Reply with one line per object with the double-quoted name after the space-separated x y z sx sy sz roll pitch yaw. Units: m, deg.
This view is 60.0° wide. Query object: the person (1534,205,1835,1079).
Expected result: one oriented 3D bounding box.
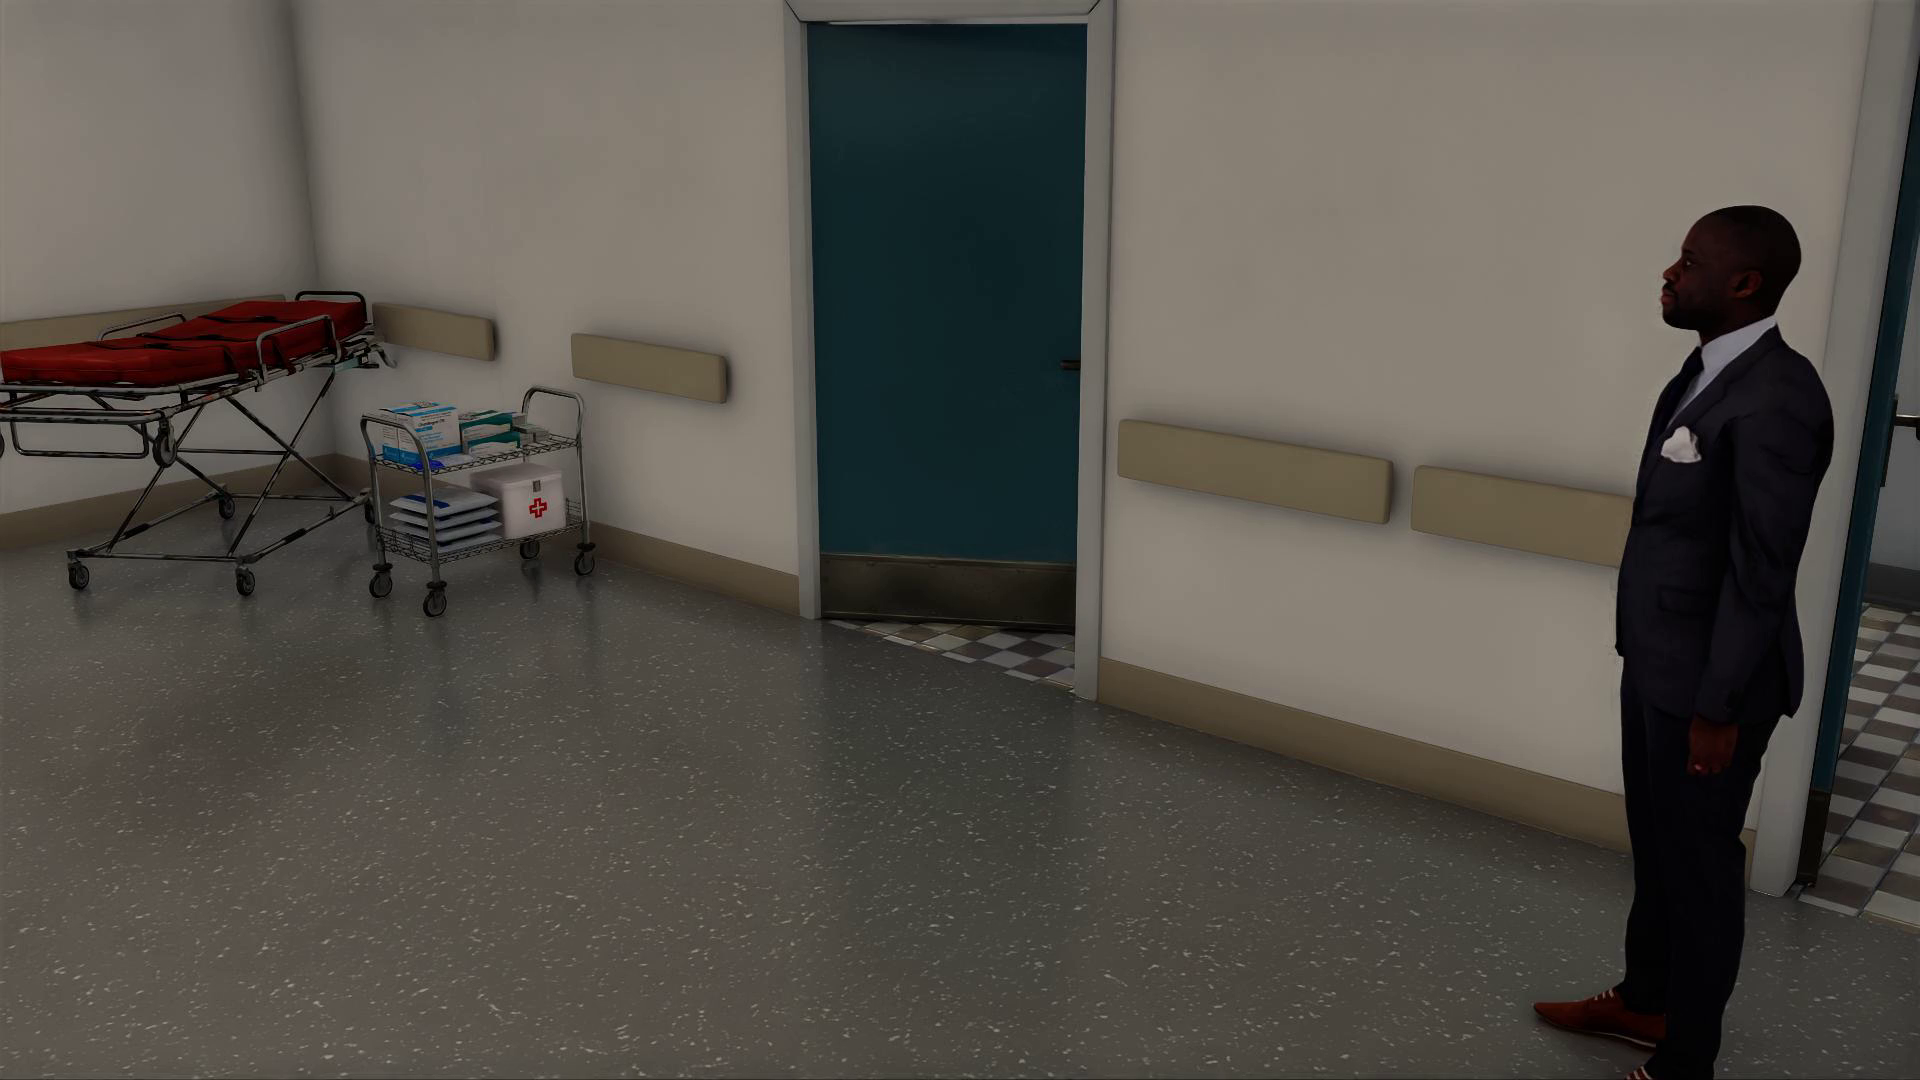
1.454 0.261 3.269 0.786 1.824 0.788 3 16 12 "person"
